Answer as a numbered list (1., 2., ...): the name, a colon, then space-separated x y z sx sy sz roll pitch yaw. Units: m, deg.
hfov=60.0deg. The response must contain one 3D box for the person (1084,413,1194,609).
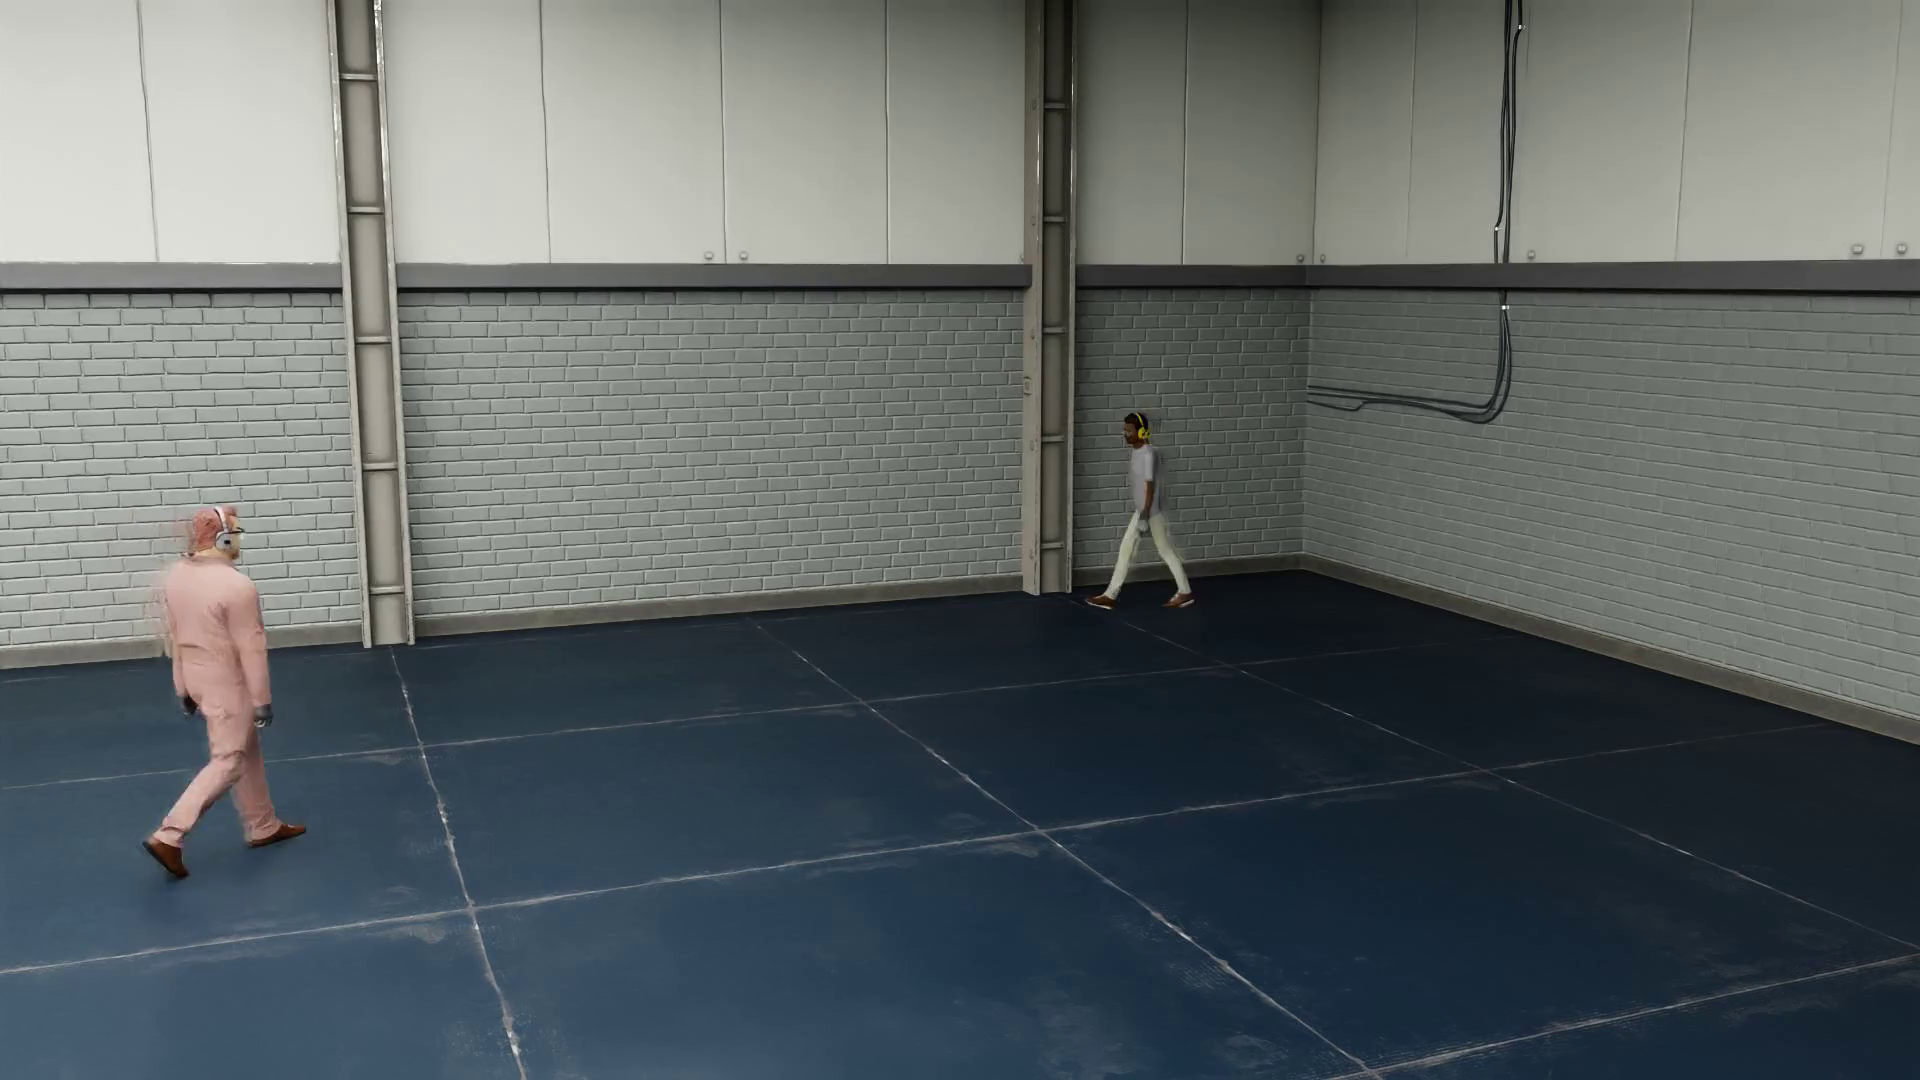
1. person: 1.674 -0.250 15.054 1.046 1.798 0.528 -3 9 -16

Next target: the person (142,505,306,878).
1. person: -3.808 0.754 8.517 0.653 1.875 0.900 6 11 35
